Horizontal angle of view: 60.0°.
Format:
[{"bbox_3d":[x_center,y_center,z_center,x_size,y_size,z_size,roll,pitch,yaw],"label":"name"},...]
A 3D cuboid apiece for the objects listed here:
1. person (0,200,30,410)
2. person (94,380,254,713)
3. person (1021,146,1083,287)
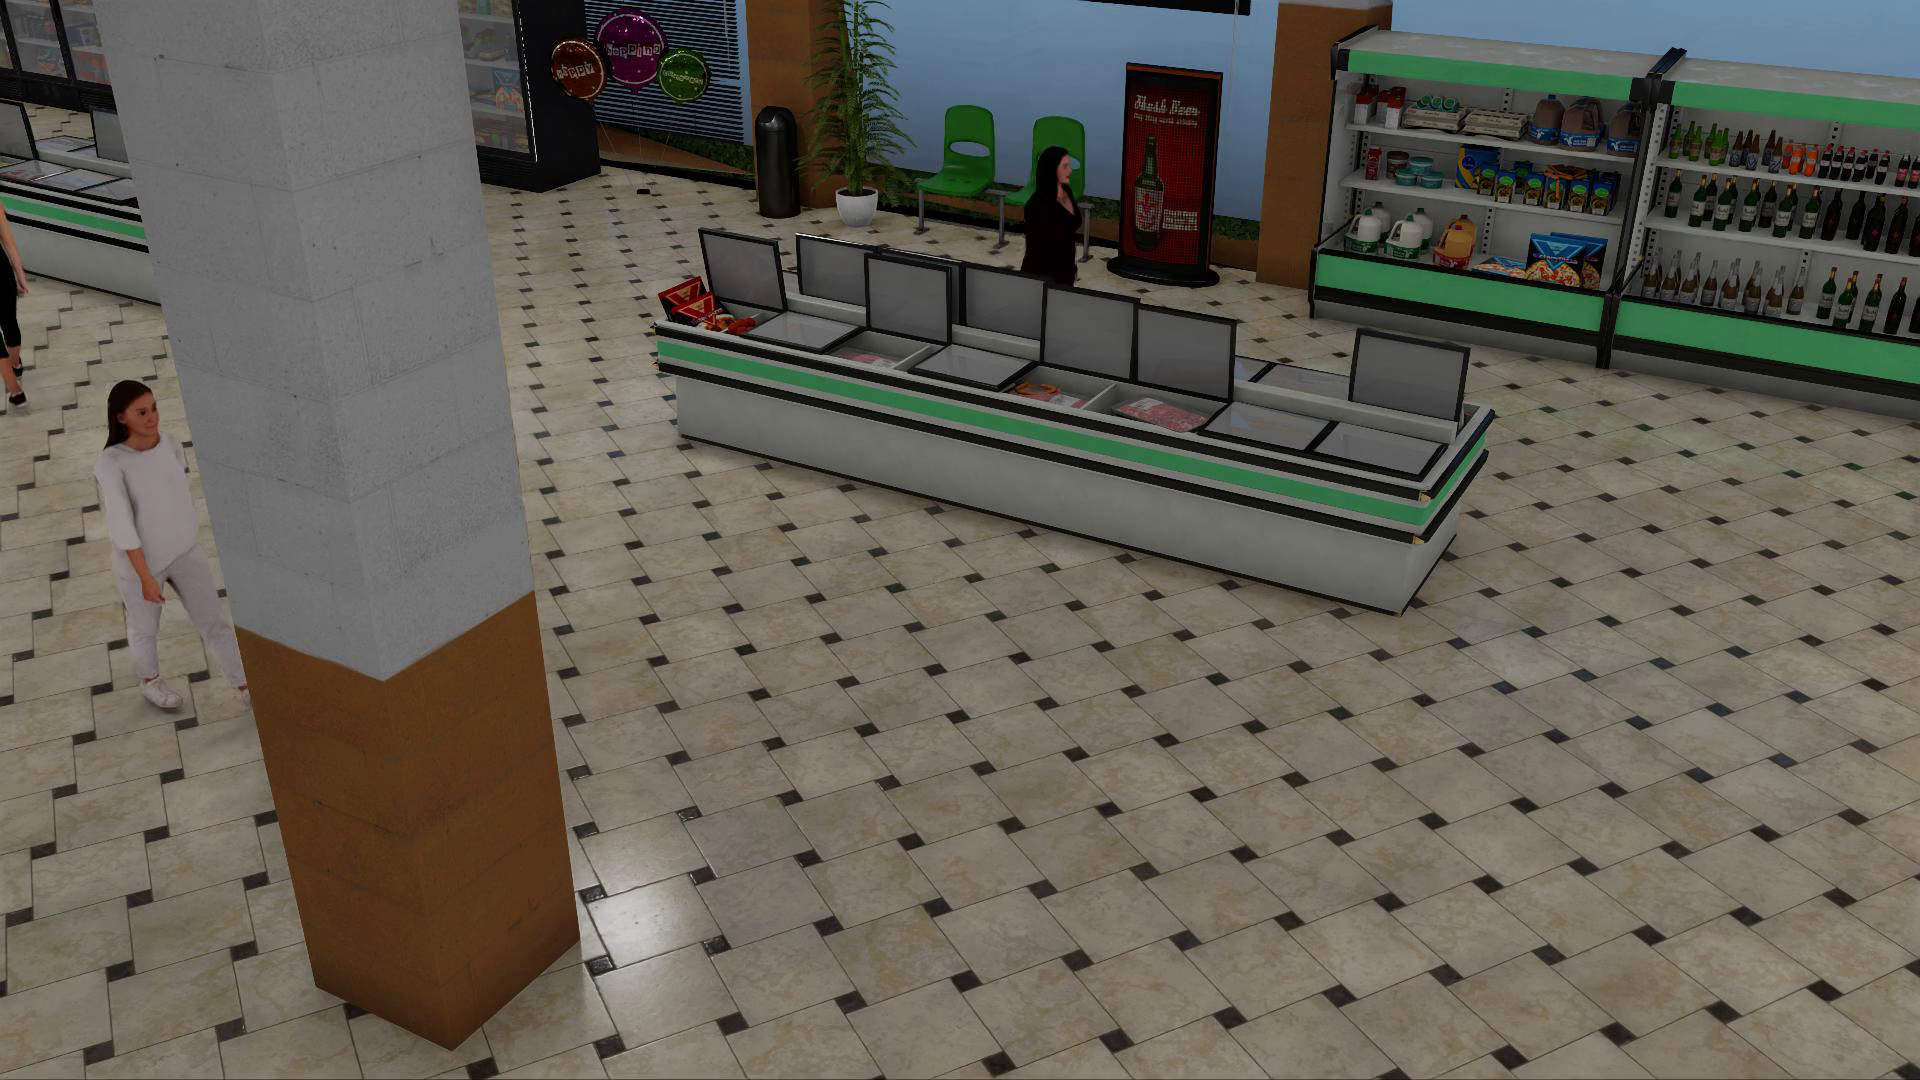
[{"bbox_3d":[-6.441,-1.680,11.013,0.913,1.684,1.187,-18,32,-32],"label":"person"},{"bbox_3d":[-3.727,0.072,7.598,1.020,1.647,0.618,14,30,26],"label":"person"},{"bbox_3d":[0.508,-1.772,11.140,1.085,1.732,0.812,8,28,16],"label":"person"}]
